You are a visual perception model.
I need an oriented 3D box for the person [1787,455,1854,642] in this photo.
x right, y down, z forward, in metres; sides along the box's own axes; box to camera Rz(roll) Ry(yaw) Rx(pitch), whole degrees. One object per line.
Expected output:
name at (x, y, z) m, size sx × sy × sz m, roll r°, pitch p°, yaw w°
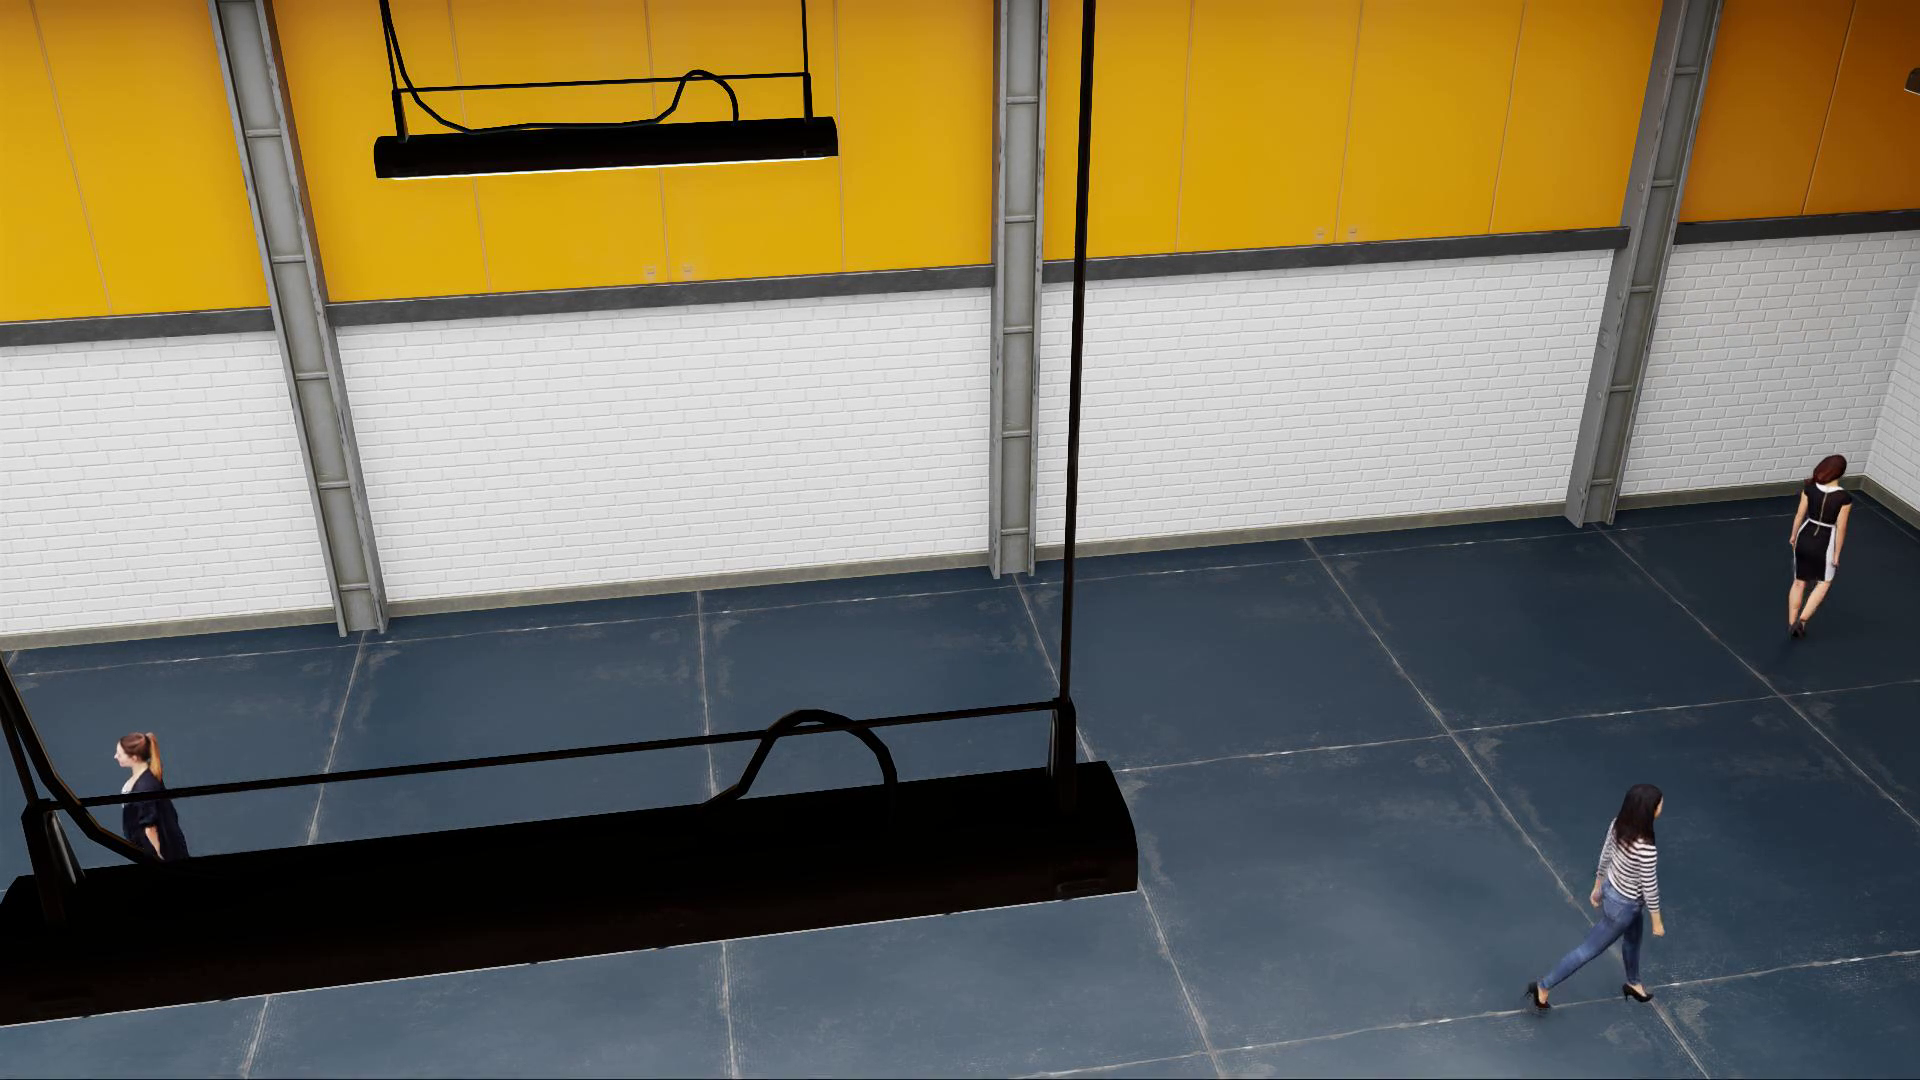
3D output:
person at (7.418, 0.111, 14.483) m, size 0.730 × 1.791 × 0.709 m, roll -24°, pitch 36°, yaw -36°

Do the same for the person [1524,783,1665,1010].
person at (4.057, 2.330, 10.459) m, size 1.138 × 1.751 × 0.670 m, roll -3°, pitch 29°, yaw -5°

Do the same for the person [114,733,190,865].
person at (-5.290, 1.996, 11.157) m, size 0.984 × 1.669 × 0.711 m, roll -9°, pitch 30°, yaw -16°
